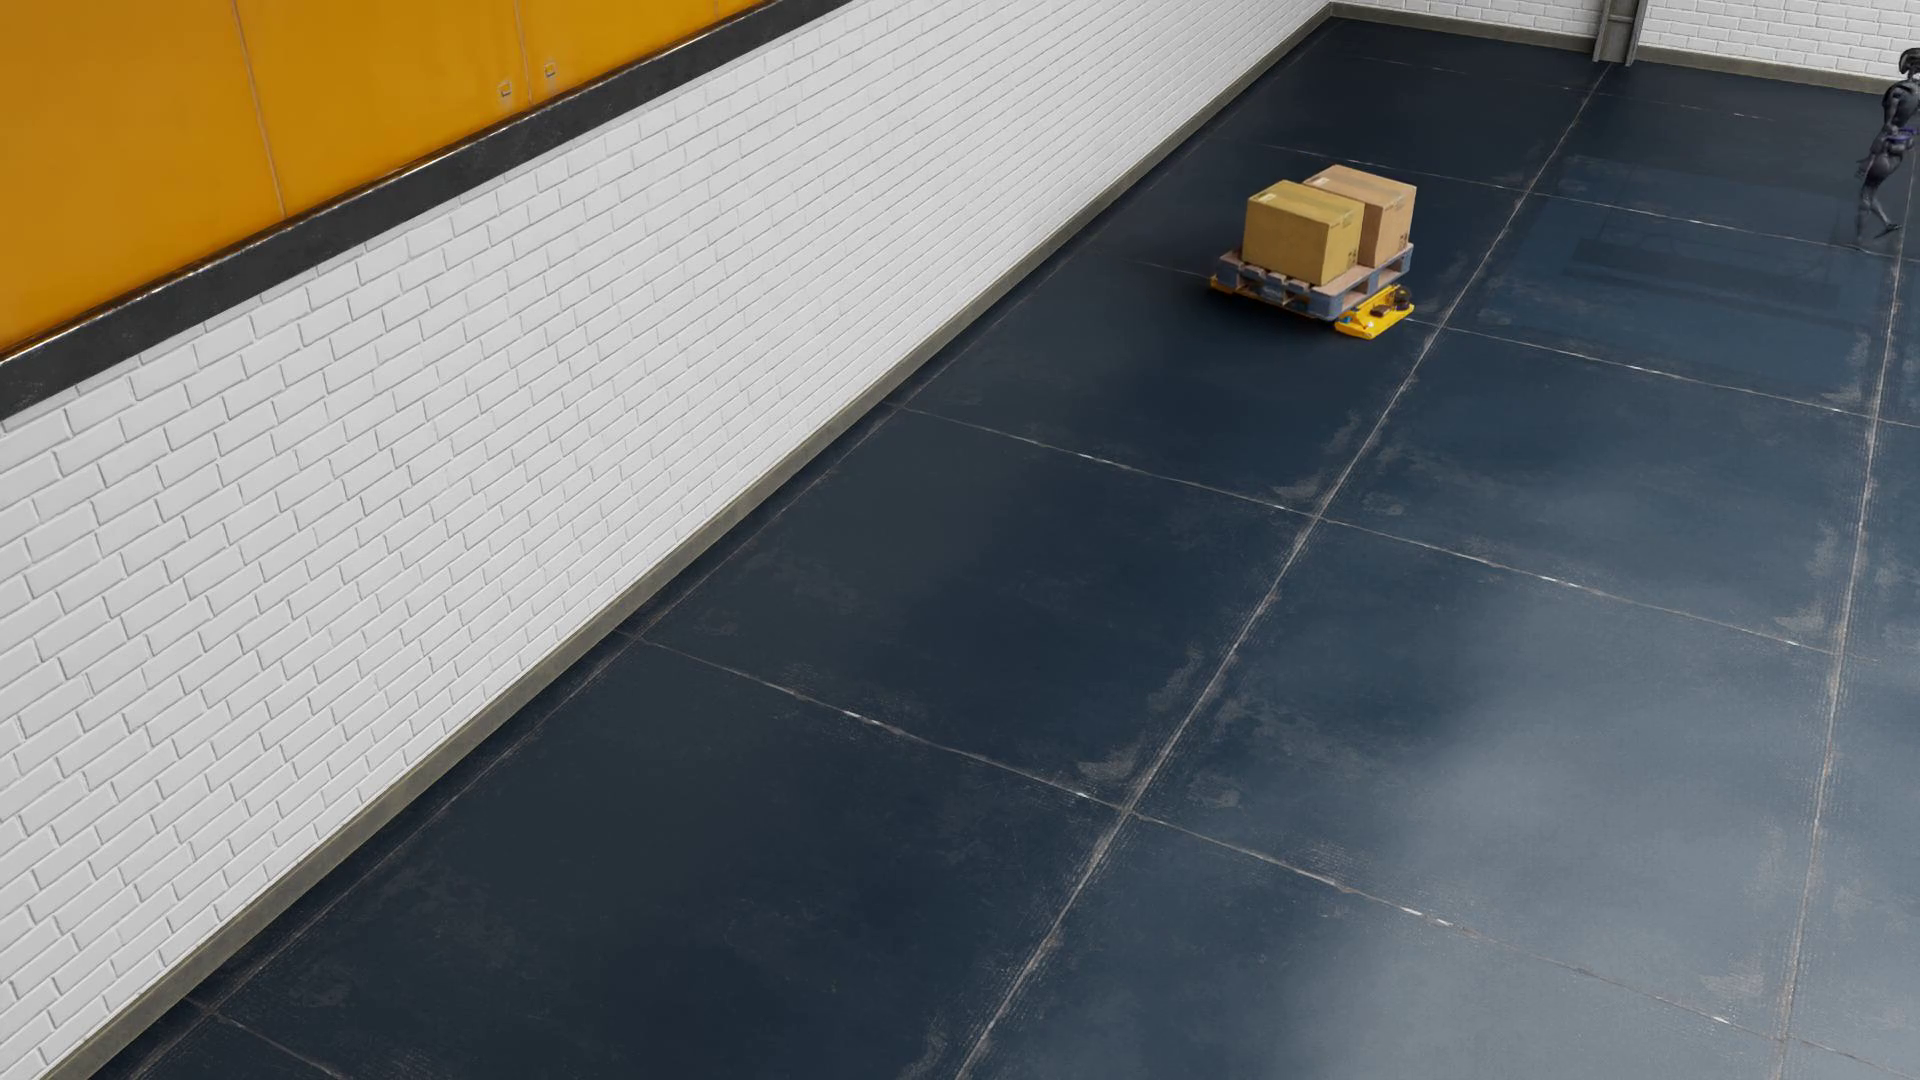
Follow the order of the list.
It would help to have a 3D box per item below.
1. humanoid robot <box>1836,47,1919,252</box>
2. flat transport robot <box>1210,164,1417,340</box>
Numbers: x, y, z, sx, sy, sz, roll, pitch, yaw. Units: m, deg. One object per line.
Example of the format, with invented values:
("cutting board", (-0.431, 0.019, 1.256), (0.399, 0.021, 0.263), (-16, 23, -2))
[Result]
("humanoid robot", (7.479, -3.102, 13.335), (0.417, 1.647, 0.606), (27, 43, 34))
("flat transport robot", (2.715, -1.934, 12.855), (1.431, 0.231, 0.659), (26, 42, 33))
